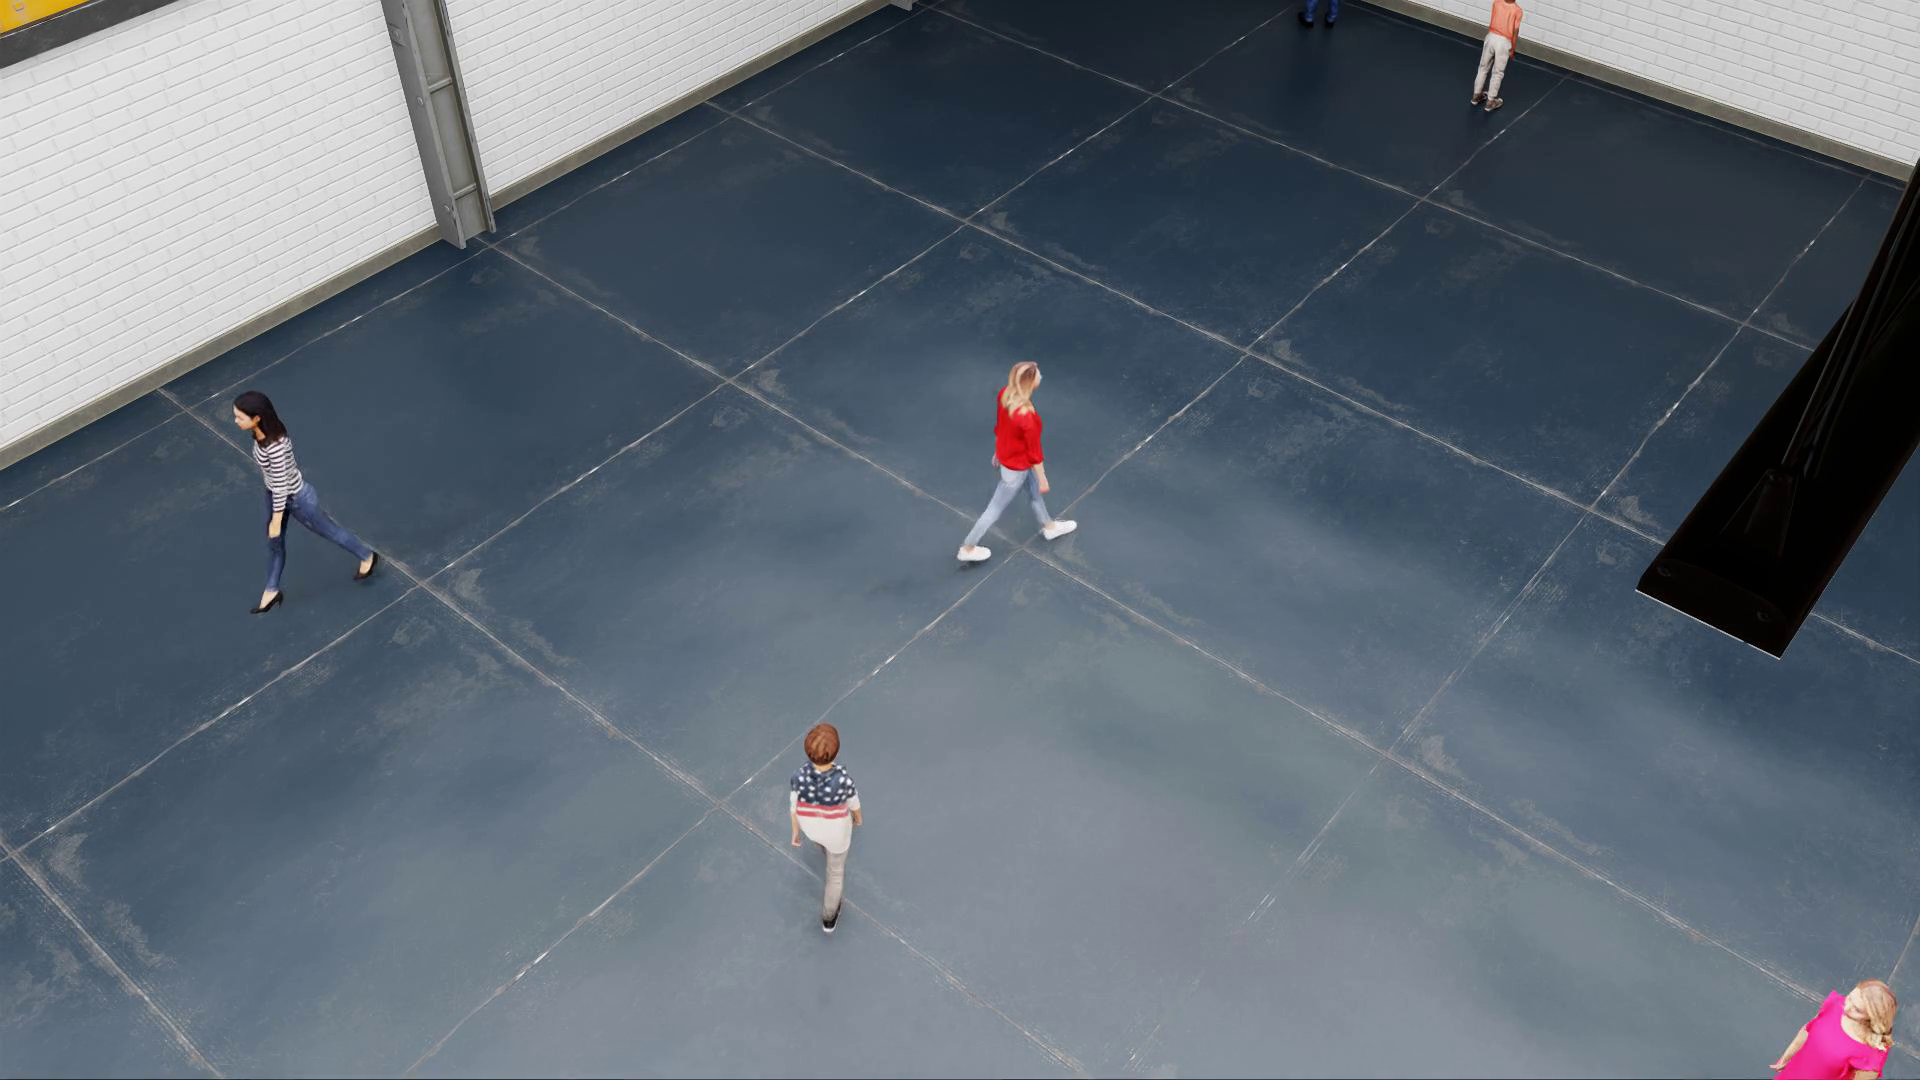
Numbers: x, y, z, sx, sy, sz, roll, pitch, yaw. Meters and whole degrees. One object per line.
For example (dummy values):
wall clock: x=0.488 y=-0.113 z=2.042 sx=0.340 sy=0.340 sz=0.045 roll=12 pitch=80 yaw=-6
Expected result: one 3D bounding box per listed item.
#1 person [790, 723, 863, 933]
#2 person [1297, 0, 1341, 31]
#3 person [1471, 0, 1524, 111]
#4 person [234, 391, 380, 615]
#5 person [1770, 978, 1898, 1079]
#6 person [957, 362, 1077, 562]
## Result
person: x=-0.754 y=1.632 z=9.274 sx=0.852 sy=1.398 sz=1.024 roll=5 pitch=44 yaw=5
person: x=3.819 y=-6.180 z=17.121 sx=0.758 sy=1.884 sz=0.781 roll=3 pitch=44 yaw=3
person: x=5.218 y=-4.821 z=16.112 sx=0.481 sy=1.310 sz=0.487 roll=34 pitch=53 yaw=30
person: x=-4.320 y=-0.268 z=11.026 sx=1.181 sy=1.732 sz=0.756 roll=-29 pitch=51 yaw=-27
person: x=4.204 y=2.627 z=7.997 sx=0.861 sy=1.718 sz=0.800 roll=-5 pitch=44 yaw=-5
person: x=0.303 y=-0.467 z=11.293 sx=1.239 sy=1.652 sz=0.997 roll=-16 pitch=46 yaw=-16
